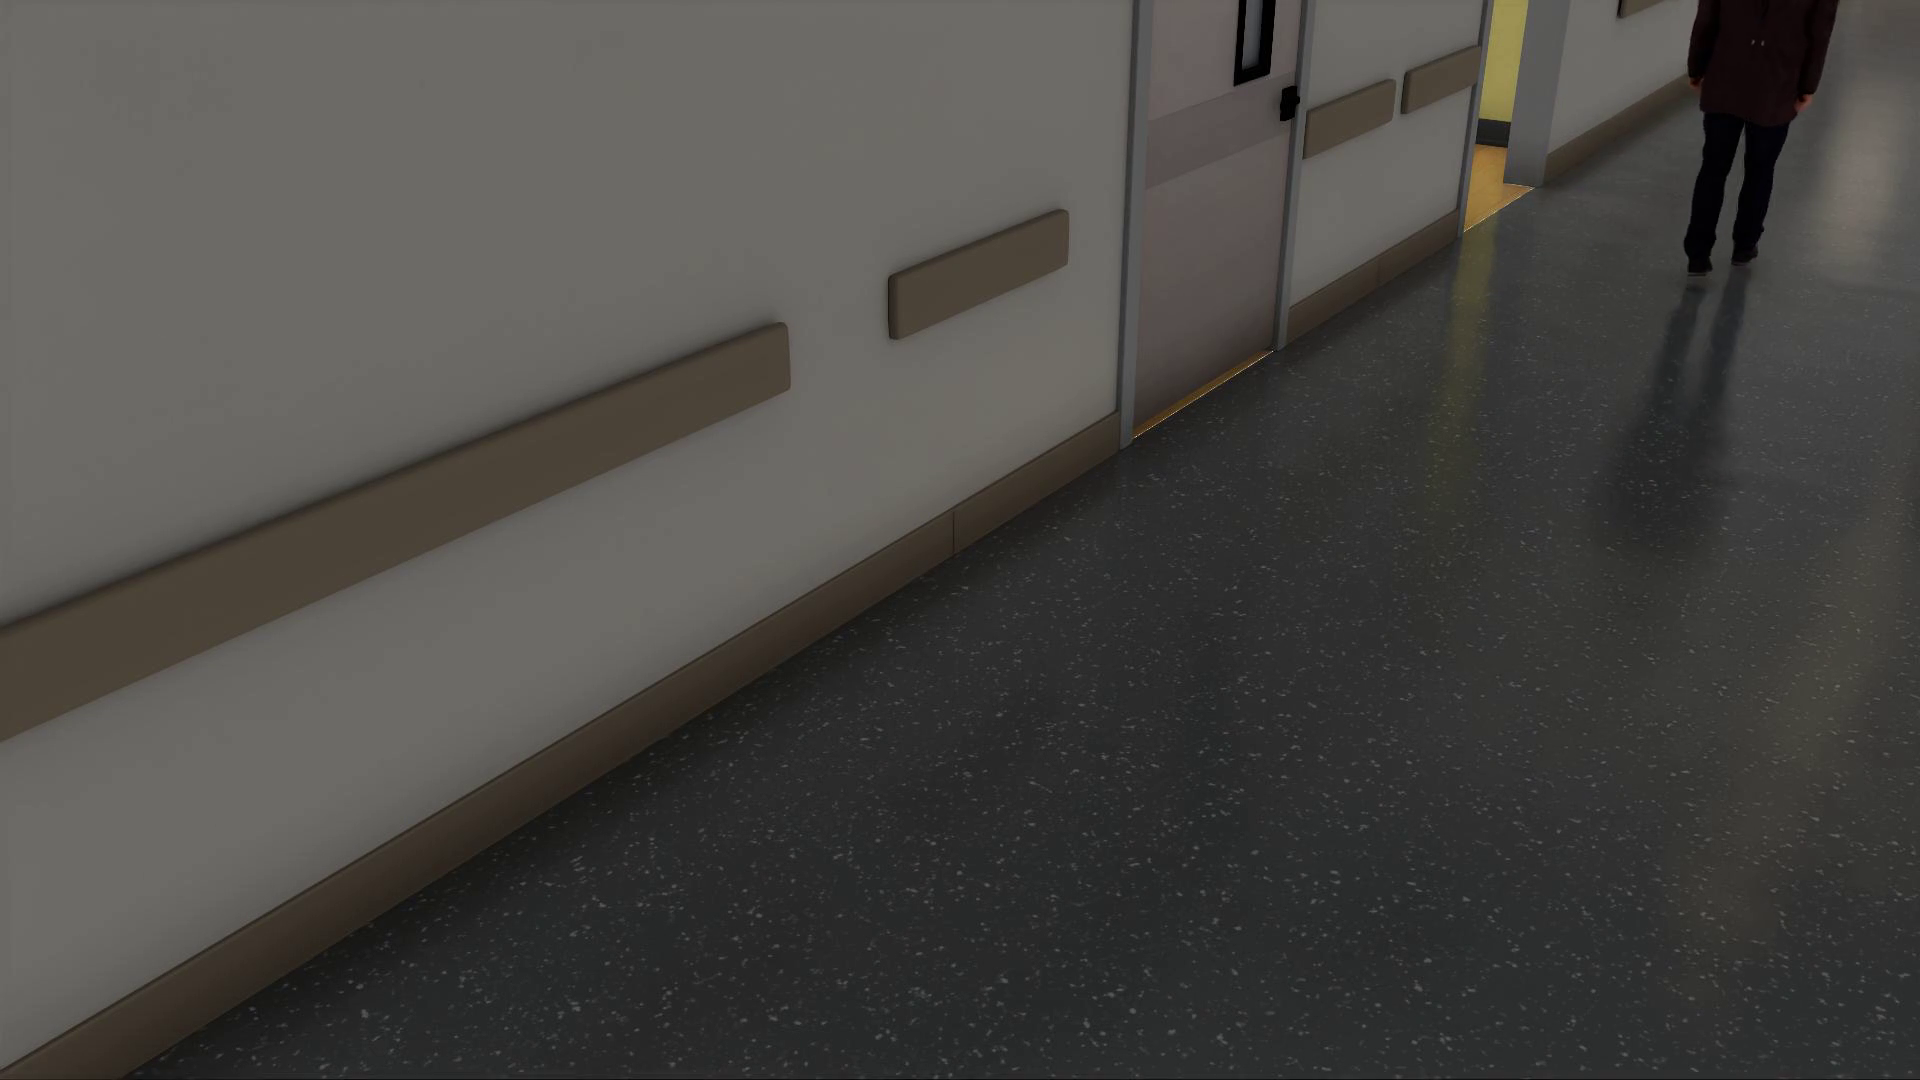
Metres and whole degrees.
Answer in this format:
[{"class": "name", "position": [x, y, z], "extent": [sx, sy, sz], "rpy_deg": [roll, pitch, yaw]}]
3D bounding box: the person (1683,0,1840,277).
[{"class": "person", "position": [3.627, -2.087, 7.670], "extent": [0.939, 1.818, 0.831], "rpy_deg": [16, 30, 29]}]
